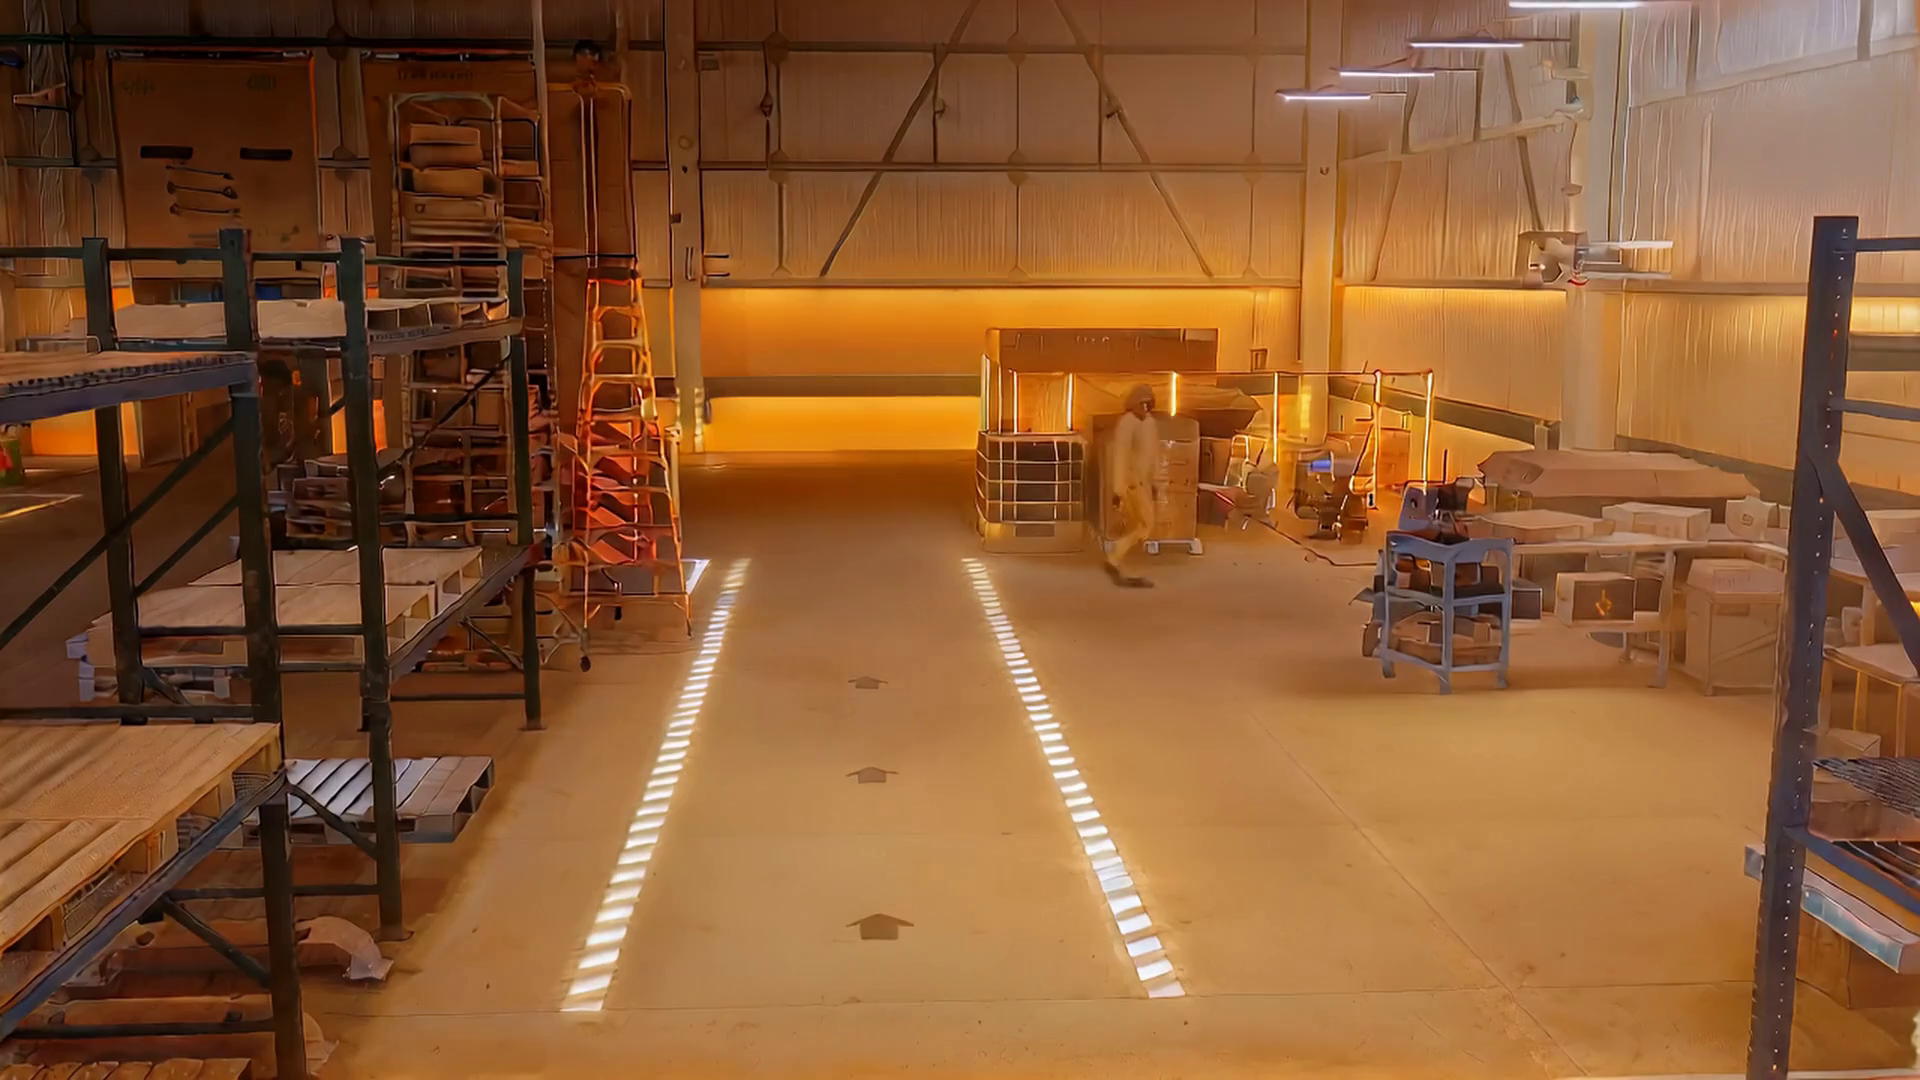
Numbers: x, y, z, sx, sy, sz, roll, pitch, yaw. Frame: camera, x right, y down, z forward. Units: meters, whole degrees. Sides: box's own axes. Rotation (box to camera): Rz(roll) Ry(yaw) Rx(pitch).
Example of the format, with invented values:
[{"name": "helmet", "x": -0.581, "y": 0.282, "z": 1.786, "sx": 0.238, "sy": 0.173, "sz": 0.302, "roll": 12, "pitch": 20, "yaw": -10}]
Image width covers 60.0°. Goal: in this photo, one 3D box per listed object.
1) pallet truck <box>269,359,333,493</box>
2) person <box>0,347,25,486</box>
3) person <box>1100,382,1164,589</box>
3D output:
[{"name": "pallet truck", "x": -7.062, "y": -1.131, "z": 18.996, "sx": 1.885, "sy": 1.965, "sz": 0.823, "roll": 2, "pitch": 9, "yaw": 13}, {"name": "person", "x": -13.091, "y": -1.693, "z": 22.749, "sx": 0.544, "sy": 1.929, "sz": 0.399, "roll": 7, "pitch": 12, "yaw": 39}, {"name": "person", "x": 1.619, "y": -0.485, "z": 15.205, "sx": 0.446, "sy": 1.922, "sz": 0.640, "roll": 4, "pitch": 10, "yaw": 25}]
